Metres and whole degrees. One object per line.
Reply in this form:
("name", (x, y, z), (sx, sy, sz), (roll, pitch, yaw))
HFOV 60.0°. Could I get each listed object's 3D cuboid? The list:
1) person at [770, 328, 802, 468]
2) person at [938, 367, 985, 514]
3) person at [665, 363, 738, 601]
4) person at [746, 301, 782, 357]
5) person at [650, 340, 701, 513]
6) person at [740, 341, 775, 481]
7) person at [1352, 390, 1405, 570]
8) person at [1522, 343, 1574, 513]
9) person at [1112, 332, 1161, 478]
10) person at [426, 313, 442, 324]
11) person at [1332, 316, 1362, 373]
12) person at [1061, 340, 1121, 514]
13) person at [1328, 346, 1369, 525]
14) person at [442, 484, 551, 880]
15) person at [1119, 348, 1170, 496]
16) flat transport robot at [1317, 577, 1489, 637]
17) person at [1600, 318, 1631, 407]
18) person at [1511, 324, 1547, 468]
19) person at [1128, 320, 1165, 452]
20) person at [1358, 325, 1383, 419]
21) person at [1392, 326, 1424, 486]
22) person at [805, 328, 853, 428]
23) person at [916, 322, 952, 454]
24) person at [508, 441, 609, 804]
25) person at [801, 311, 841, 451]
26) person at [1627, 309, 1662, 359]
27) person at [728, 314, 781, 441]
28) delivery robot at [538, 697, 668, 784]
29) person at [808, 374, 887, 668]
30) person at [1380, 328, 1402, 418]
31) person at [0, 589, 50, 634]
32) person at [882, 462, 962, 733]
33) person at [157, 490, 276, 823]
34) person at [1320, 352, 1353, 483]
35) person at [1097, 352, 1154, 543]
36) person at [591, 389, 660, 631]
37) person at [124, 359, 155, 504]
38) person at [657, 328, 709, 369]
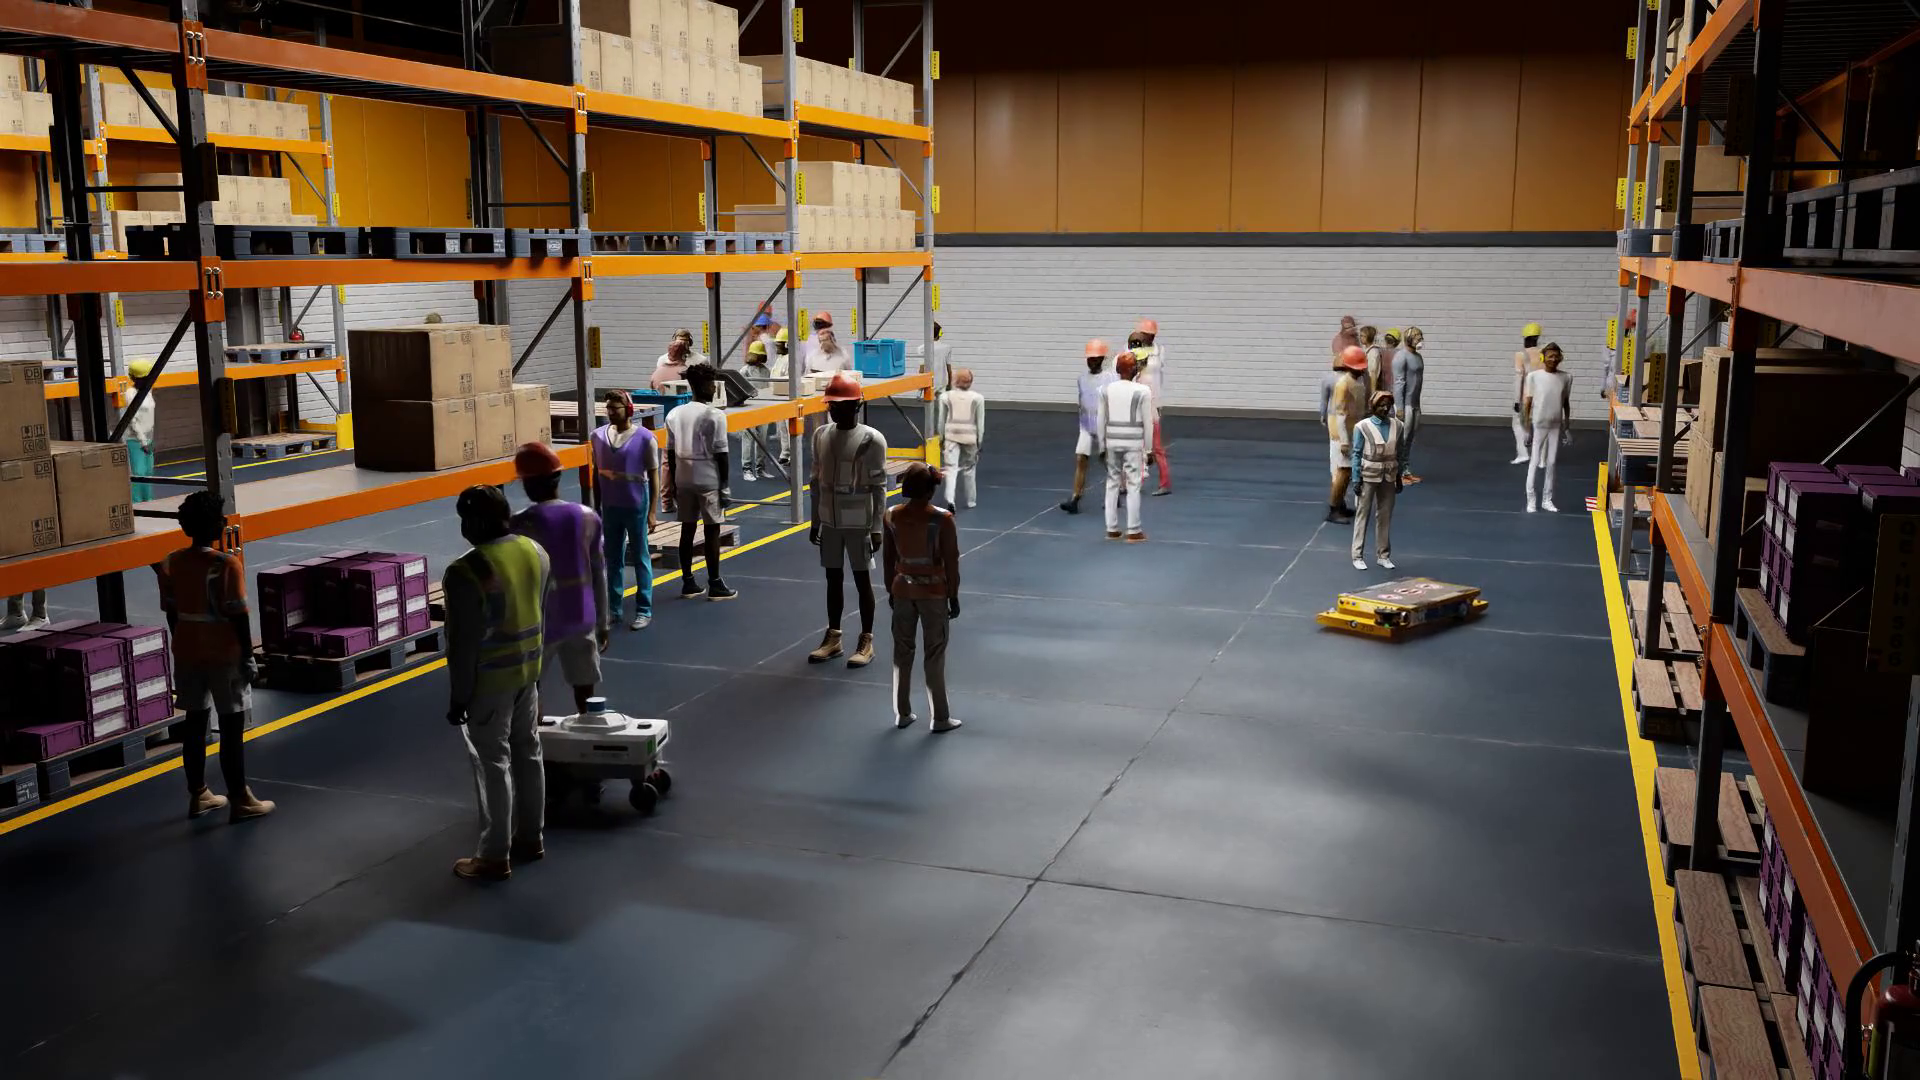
("person", (-2.291, -1.862, 21.892), (0.403, 1.833, 0.586), (-5, 11, -27))
("person", (0.007, -1.092, 18.229), (0.523, 1.609, 0.840), (1, 10, 6))
("person", (-2.137, -0.474, 13.708), (0.608, 1.963, 0.374), (6, 12, 30))
("person", (-3.238, -3.022, 28.018), (0.625, 1.965, 0.794), (-5, 11, -25))
("person", (-3.051, -1.225, 18.137), (0.635, 1.900, 0.401), (6, 11, 29))
("person", (-2.522, -1.611, 20.734), (0.301, 1.742, 0.484), (8, 13, 39))
("person", (3.760, -0.537, 15.005), (0.509, 1.629, 0.316), (-3, 11, -17))
("person", (6.465, -1.214, 18.256), (0.554, 1.873, 0.541), (0, 10, 2))
("person", (2.207, -1.694, 20.922), (0.633, 1.841, 0.429), (1, 10, 5))
("person", (-7.756, -2.421, 24.794), (0.655, 1.914, 0.801), (1, 10, 4))
("person", (5.919, -2.469, 25.243), (0.395, 1.866, 0.767), (9, 13, 40))
("person", (1.482, -1.230, 18.173), (0.559, 1.891, 1.000), (7, 13, 36))
("person", (4.093, -1.105, 17.477), (0.479, 1.886, 0.698), (6, 12, 29))
("person", (-2.165, 0.651, 7.722), (0.429, 1.842, 0.626), (4, 11, 22))
("person", (2.099, -1.365, 19.368), (0.815, 1.716, 0.649), (-3, 10, -14))
("flat transport robot", (3.469, 0.505, 12.960), (1.431, 0.197, 0.652), (-9, 14, -43))
("person", (9.313, -2.184, 23.457), (0.580, 1.918, 0.415), (10, 14, 44))
("person", (7.567, -1.900, 21.957), (0.591, 1.889, 0.591), (-2, 10, -13))
("person", (2.588, -2.116, 23.176), (0.567, 1.879, 1.004), (-1, 10, -6))
("person", (5.895, -2.118, 23.425), (0.841, 1.818, 0.521), (0, 10, 2))
("person", (5.480, -1.639, 20.340), (0.358, 1.937, 0.636), (7, 12, 36))
("person", (-1.706, -1.862, 21.834), (0.632, 1.863, 0.965), (1, 10, 5))
("person", (-0.358, -2.108, 23.197), (0.516, 1.863, 0.325), (-3, 11, -18))
("person", (-2.120, 0.441, 8.726), (0.568, 1.912, 0.507), (-8, 13, -39))
("person", (-1.924, -2.193, 23.288), (0.617, 2.004, 0.698), (6, 11, 29))
("person", (10.234, -2.499, 25.067), (0.629, 1.973, 0.424), (5, 11, 28))
("person", (-3.013, -2.406, 24.774), (0.985, 1.895, 0.650), (-3, 10, -15))
("delivery robot", (-1.901, 1.068, 8.726), (0.707, 0.478, 0.477), (1, 10, 6))
("person", (-0.798, -0.133, 11.563), (0.605, 2.045, 0.376), (6, 11, 28))
("person", (6.151, -2.173, 23.919), (0.547, 1.723, 0.583), (6, 11, 29))
("person", (-7.167, -0.223, 12.556), (0.534, 1.869, 0.315), (4, 11, 22))
("person", (-0.231, 0.345, 10.009), (0.514, 1.639, 0.310), (5, 11, 28))
("person", (-3.790, 0.594, 8.443), (0.530, 1.697, 0.321), (4, 11, 21))
("person", (4.731, -1.525, 20.615), (0.519, 1.603, 0.713), (3, 11, 17))
("person", (1.632, -0.914, 16.406), (0.583, 1.883, 0.337), (6, 12, 29))
("person", (-2.544, -0.237, 12.697), (0.564, 1.846, 0.394), (4, 11, 21))
("person", (-8.692, -1.073, 17.771), (0.352, 1.730, 0.687), (-1, 10, -3))
("person", (-3.297, -1.558, 19.886), (0.631, 1.940, 0.372), (-3, 10, -14))
